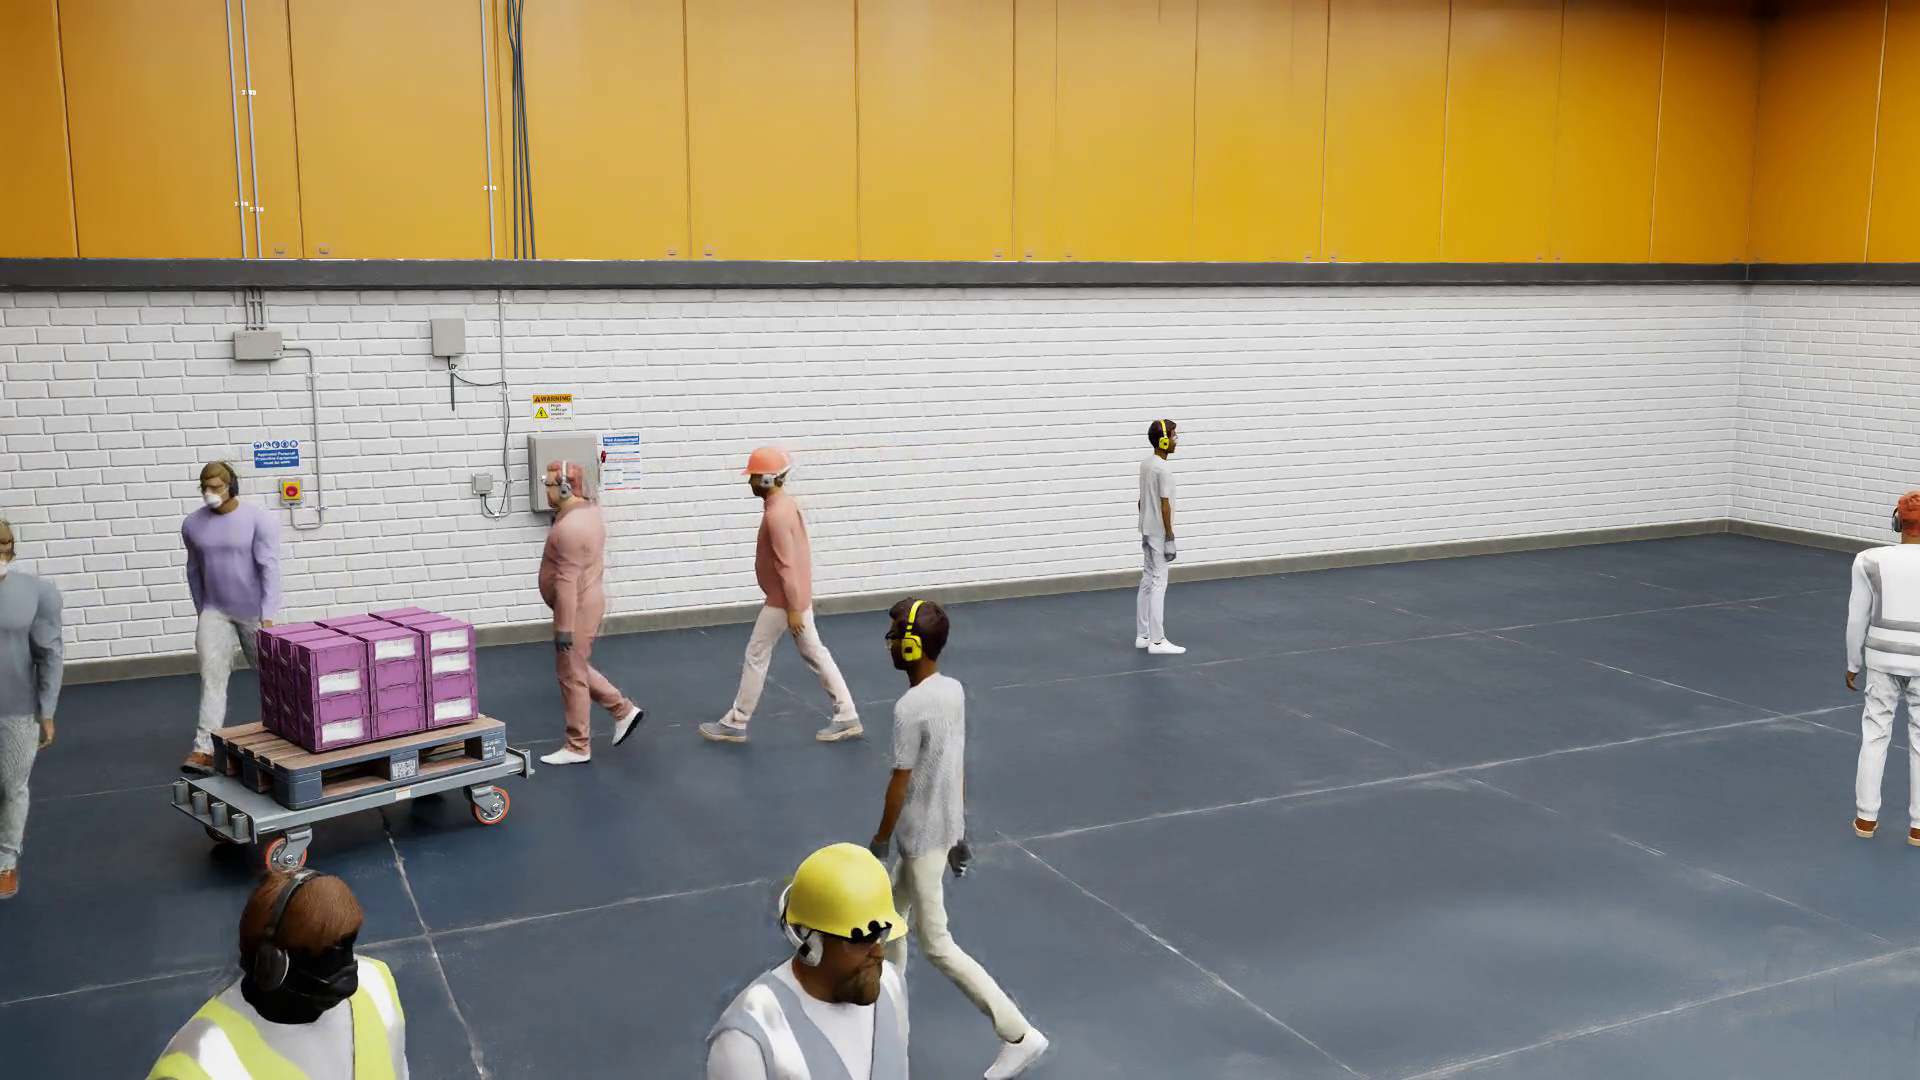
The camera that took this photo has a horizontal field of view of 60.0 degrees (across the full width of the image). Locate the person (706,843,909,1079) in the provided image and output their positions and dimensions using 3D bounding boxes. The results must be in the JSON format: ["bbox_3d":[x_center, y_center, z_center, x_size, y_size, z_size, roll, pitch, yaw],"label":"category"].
[{"bbox_3d":[-0.326,1.549,3.784,0.945,1.786,0.603,8,12,42],"label":"person"}]

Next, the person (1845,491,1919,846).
[{"bbox_3d":[5.026,0.678,8.842,0.573,1.887,0.355,7,11,37],"label":"person"}]

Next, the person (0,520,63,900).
[{"bbox_3d":[-4.520,0.844,7.795,0.626,1.884,0.976,-5,11,-30],"label":"person"}]

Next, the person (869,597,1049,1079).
[{"bbox_3d":[-0.096,1.126,6.243,0.893,1.837,0.514,2,9,14],"label":"person"}]

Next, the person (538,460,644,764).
[{"bbox_3d":[-2.317,0.450,10.227,0.528,1.895,0.647,0,9,-3],"label":"person"}]

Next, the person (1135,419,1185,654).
[{"bbox_3d":[1.591,-0.032,13.291,0.332,1.874,0.520,-3,9,-15],"label":"person"}]

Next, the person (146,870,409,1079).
[{"bbox_3d":[-1.442,1.560,3.556,0.562,1.820,0.645,5,10,27],"label":"person"}]

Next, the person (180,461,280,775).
[{"bbox_3d":[-4.470,0.458,10.213,0.644,1.885,1.018,0,9,2],"label":"person"}]

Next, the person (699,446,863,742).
[{"bbox_3d":[-1.123,0.358,10.685,1.065,1.933,0.622,1,9,5],"label":"person"}]
